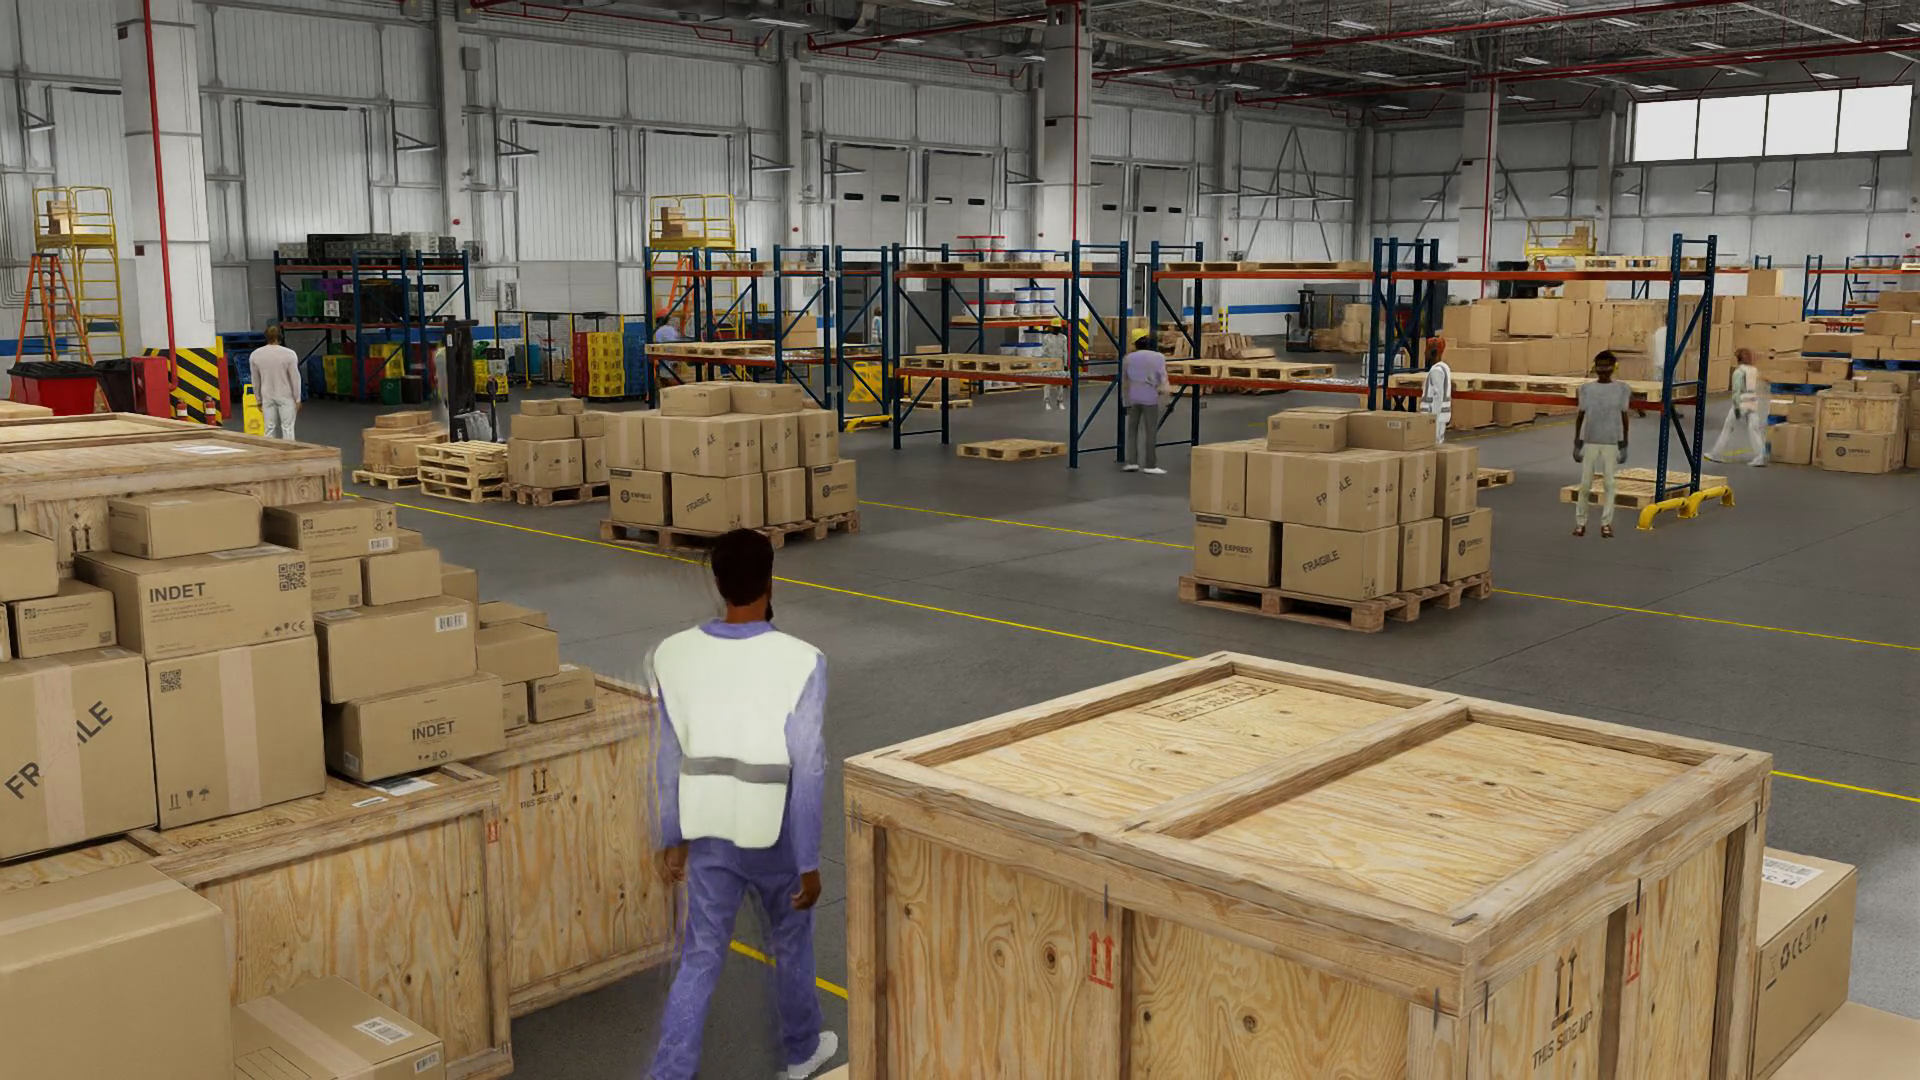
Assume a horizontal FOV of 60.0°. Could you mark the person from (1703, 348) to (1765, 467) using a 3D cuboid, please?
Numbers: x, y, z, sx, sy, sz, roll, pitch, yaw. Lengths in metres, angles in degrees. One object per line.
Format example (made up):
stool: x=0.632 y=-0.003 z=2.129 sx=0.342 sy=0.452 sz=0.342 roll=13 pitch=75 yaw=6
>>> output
person: x=10.543 y=-1.791 z=22.473 sx=0.508 sy=1.591 sz=0.878 roll=-5 pitch=10 yaw=-27

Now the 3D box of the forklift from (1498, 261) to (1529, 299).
forklift: x=12.609 y=-4.985 z=38.106 sx=1.873 sy=2.768 sz=1.129 roll=9 pitch=13 yaw=43

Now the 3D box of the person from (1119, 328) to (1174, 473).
person: x=2.415 y=-1.798 z=21.649 sx=0.708 sy=1.886 sz=0.356 roll=6 pitch=11 yaw=31

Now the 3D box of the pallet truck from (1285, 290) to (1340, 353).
pallet truck: x=11.297 y=-6.951 z=52.861 sx=1.885 sy=1.965 sz=0.823 roll=-5 pitch=11 yaw=-29

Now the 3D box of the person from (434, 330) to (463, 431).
person: x=-7.032 y=-2.010 z=23.112 sx=0.437 sy=1.824 sz=0.630 roll=3 pitch=10 yaw=15

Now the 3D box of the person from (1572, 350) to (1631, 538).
person: x=6.339 y=-0.945 z=16.452 sx=0.503 sy=1.864 sz=0.331 roll=4 pitch=10 yaw=25

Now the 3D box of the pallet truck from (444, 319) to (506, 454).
pallet truck: x=-6.981 y=-1.942 z=22.150 sx=1.885 sy=1.965 sz=0.823 roll=1 pitch=9 yaw=9

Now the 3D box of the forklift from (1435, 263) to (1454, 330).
forklift: x=13.551 y=-6.395 z=46.753 sx=1.873 sy=2.768 sz=1.129 roll=3 pitch=10 yaw=17

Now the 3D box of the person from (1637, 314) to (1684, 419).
person: x=12.458 y=-3.087 z=29.448 sx=0.847 sy=1.913 sz=0.637 roll=-2 pitch=10 yaw=-13

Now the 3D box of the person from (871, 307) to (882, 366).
person: x=-2.211 y=-5.402 z=44.500 sx=0.313 sy=1.633 sz=0.518 roll=-2 pitch=9 yaw=-11

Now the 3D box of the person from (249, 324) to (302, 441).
person: x=-8.874 y=-1.828 z=21.636 sx=0.631 sy=1.940 sz=0.372 roll=0 pitch=9 yaw=0

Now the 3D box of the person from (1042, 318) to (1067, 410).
person: x=1.796 y=-3.323 z=31.414 sx=0.484 sy=1.739 sz=0.319 roll=-2 pitch=9 yaw=-11

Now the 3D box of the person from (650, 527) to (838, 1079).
person: x=-0.694 y=0.901 z=5.125 sx=0.589 sy=1.877 sz=0.993 roll=3 pitch=10 yaw=19

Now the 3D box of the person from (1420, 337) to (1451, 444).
person: x=5.428 y=-1.372 z=19.003 sx=0.337 sy=1.882 sz=0.583 roll=4 pitch=10 yaw=21

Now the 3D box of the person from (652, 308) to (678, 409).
person: x=-5.570 y=-3.375 z=31.190 sx=0.640 sy=1.913 sz=0.555 roll=3 pitch=10 yaw=20

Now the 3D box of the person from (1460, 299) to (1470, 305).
person: x=12.718 y=-5.120 z=41.951 sx=0.993 sy=1.886 sz=0.645 roll=3 pitch=10 yaw=19
